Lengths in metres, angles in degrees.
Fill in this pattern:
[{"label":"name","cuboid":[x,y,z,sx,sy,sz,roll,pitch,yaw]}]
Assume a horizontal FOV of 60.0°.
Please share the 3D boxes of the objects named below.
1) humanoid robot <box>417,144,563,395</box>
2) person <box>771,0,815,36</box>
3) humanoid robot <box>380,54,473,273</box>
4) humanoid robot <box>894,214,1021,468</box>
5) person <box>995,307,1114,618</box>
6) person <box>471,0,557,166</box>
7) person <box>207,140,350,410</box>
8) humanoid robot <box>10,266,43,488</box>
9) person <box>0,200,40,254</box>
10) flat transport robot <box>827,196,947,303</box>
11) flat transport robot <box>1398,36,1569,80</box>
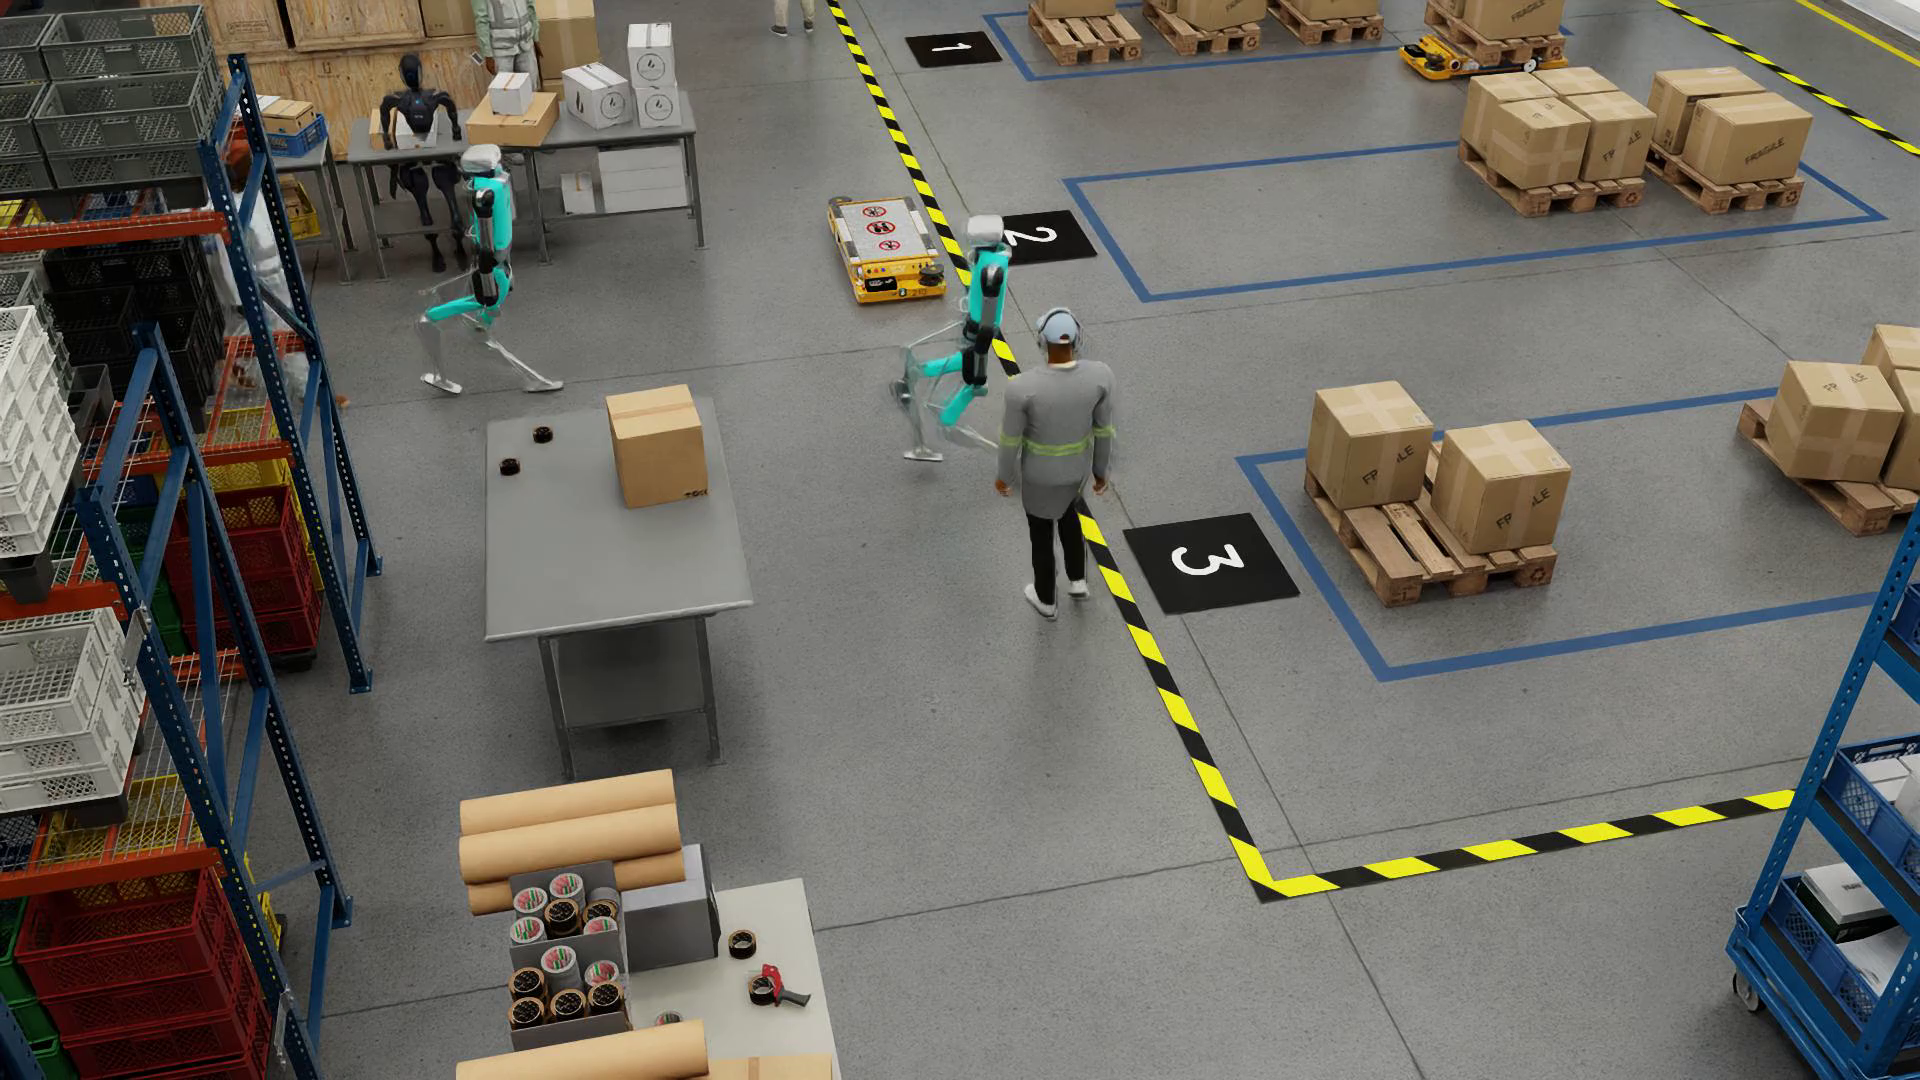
[{"label":"humanoid robot","cuboid":[-3.191,-1.658,10.605,1.049,1.774,0.533,0,37,-1]},{"label":"person","cuboid":[-1.674,-5.777,16.064,0.567,1.761,0.407,-15,39,-19]},{"label":"humanoid robot","cuboid":[-3.846,-2.704,12.004,0.586,1.646,0.379,-12,38,-16]},{"label":"humanoid robot","cuboid":[-0.047,-1.092,9.809,1.047,1.747,0.548,0,37,0]},{"label":"person","cuboid":[0.481,-0.395,8.773,0.605,1.840,0.435,-14,39,-18]},{"label":"person","cuboid":[-3.668,-4.049,13.600,0.413,1.939,0.607,25,43,29]},{"label":"person","cuboid":[-4.444,-1.658,10.452,0.804,1.861,0.578,5,37,7]},{"label":"humanoid robot","cuboid":[-5.487,-0.892,9.473,0.682,1.753,0.549,0,37,0]},{"label":"person","cuboid":[-5.337,-1.189,9.843,0.404,1.827,0.598,26,44,31]},{"label":"flat transport robot","cuboid":[-0.570,-2.220,12.538,0.659,0.231,1.431,-8,37,-10]},{"label":"flat transport robot","cuboid":[4.963,-4.627,15.749,1.431,0.197,0.652,-8,37,-11]}]
